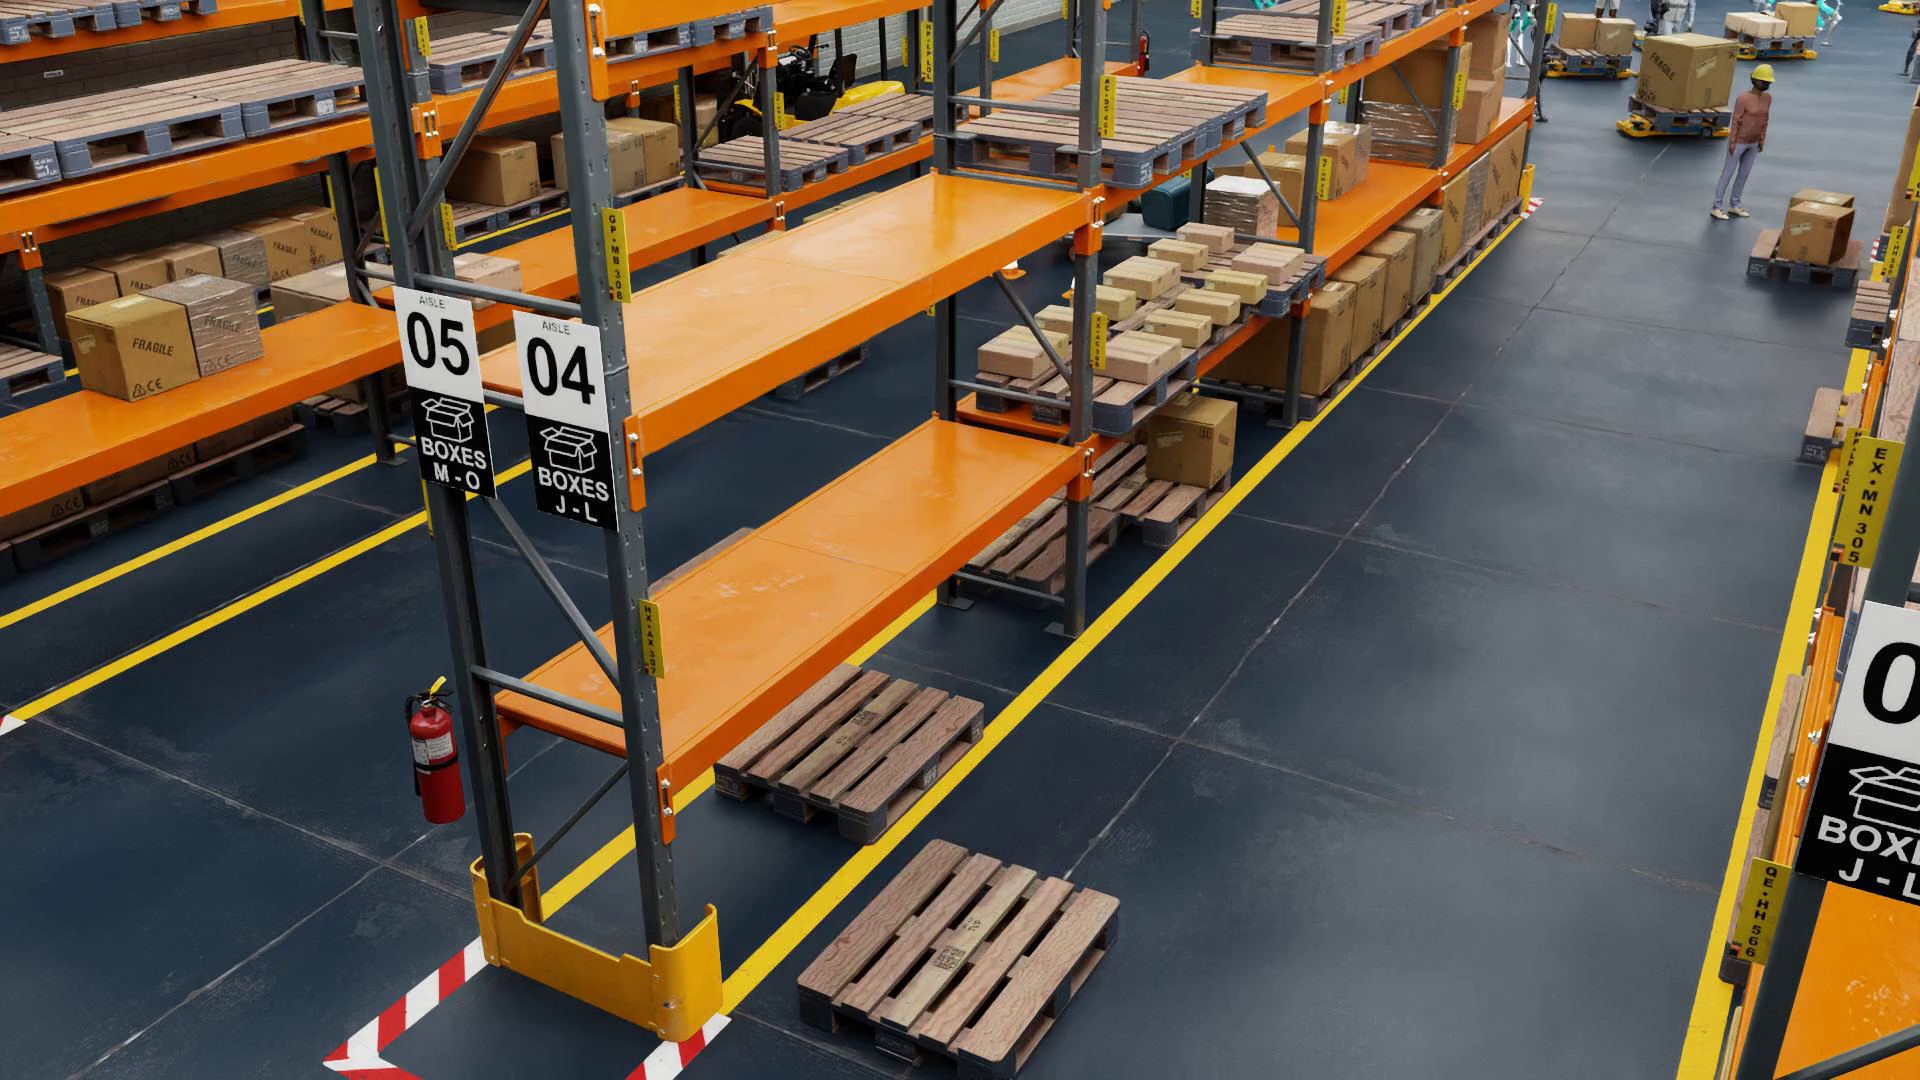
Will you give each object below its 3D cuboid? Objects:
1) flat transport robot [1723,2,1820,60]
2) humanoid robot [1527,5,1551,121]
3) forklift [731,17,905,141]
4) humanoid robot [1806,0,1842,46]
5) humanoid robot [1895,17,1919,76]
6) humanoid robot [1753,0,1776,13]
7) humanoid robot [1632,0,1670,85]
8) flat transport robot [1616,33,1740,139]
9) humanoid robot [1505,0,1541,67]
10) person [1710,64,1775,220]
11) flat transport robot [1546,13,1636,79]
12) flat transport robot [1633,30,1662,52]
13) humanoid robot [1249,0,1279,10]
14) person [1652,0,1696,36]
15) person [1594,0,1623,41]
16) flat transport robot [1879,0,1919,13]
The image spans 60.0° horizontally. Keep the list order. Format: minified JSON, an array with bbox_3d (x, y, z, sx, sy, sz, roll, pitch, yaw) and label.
[{"bbox_3d":[14.215,-8.633,29.280,1.431,0.231,0.659,-3,26,-7],"label":"flat transport robot"},{"bbox_3d":[8.401,-6.903,24.073,0.424,1.645,0.600,6,26,13],"label":"humanoid robot"},{"bbox_3d":[-1.819,-5.975,21.543,2.313,2.155,1.214,14,29,26],"label":"forklift"},{"bbox_3d":[15.307,-9.538,29.467,0.557,1.716,1.035,-19,32,-35],"label":"humanoid robot"},{"bbox_3d":[15.894,-8.420,27.246,0.616,1.634,0.688,-22,33,-38],"label":"humanoid robot"},{"bbox_3d":[15.412,-10.527,31.580,1.028,1.762,0.538,3,26,6],"label":"humanoid robot"},{"bbox_3d":[11.052,-8.111,26.590,0.410,1.649,0.610,9,27,18],"label":"humanoid robot"},{"bbox_3d":[10.119,-5.868,23.536,1.431,0.231,0.659,0,26,0],"label":"flat transport robot"},{"bbox_3d":[9.476,-8.921,28.120,0.530,1.740,0.691,0,26,-1],"label":"humanoid robot"},{"bbox_3d":[9.054,-4.572,19.129,0.522,1.760,0.339,-10,28,-20],"label":"person"},{"bbox_3d":[10.417,-7.842,27.637,1.431,0.231,0.659,2,26,3],"label":"flat transport robot"},{"bbox_3d":[12.549,-8.994,30.032,0.659,0.231,1.431,4,26,7],"label":"flat transport robot"},{"bbox_3d":[5.611,-10.031,30.598,0.693,1.880,0.533,-16,30,-30],"label":"humanoid robot"},{"bbox_3d":[11.492,-8.311,26.738,0.582,1.892,0.636,-5,26,-11],"label":"person"},{"bbox_3d":[11.794,-9.986,30.138,0.605,1.965,0.368,21,33,36],"label":"person"},{"bbox_3d":[19.687,-10.998,34.194,1.431,0.231,0.659,-10,28,-21],"label":"flat transport robot"}]
